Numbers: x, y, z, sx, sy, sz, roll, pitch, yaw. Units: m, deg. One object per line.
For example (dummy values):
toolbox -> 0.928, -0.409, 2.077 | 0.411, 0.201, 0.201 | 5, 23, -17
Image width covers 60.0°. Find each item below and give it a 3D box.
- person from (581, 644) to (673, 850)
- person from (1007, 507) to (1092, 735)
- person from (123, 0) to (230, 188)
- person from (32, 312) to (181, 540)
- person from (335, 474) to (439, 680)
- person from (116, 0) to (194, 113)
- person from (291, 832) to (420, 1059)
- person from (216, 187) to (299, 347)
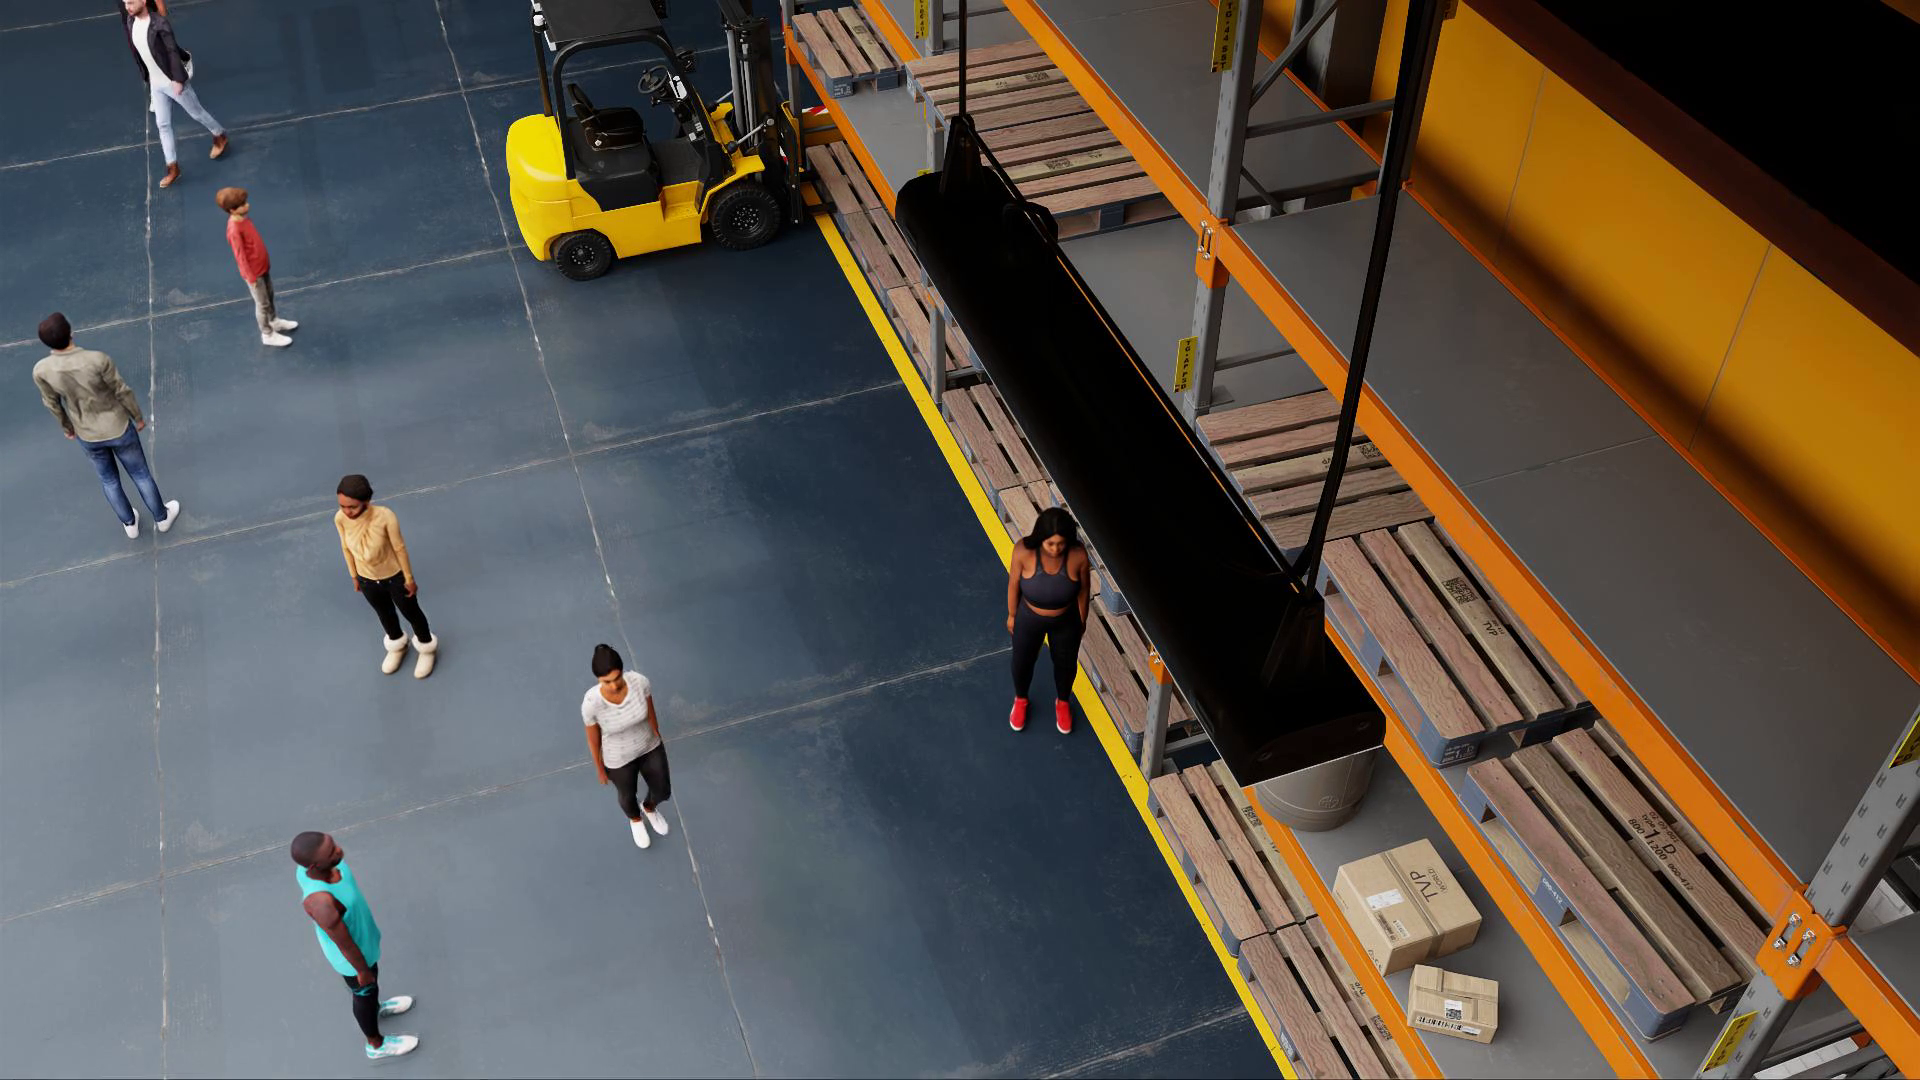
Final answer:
person -> -1.947, 1.156, 9.619 | 0.623, 1.635, 0.625 | -22, 48, -22
person -> 0.537, 0.467, 10.211 | 0.749, 1.816, 0.747 | 2, 44, 2
person -> -7.131, -4.214, 15.134 | 1.096, 1.802, 1.217 | 13, 45, 14
person -> -5.914, -0.766, 11.469 | 0.719, 1.864, 0.608 | -10, 44, -10
person -> -3.664, 0.211, 10.593 | 0.651, 1.660, 0.661 | 3, 44, 3
person -> -7.889, -5.122, 16.115 | 0.877, 1.764, 1.118 | 1, 44, 2
person -> -3.153, 2.066, 8.539 | 0.675, 1.806, 0.467 | -17, 46, -17
person -> -5.656, -2.184, 13.283 | 0.621, 1.417, 0.472 | -4, 44, -4
